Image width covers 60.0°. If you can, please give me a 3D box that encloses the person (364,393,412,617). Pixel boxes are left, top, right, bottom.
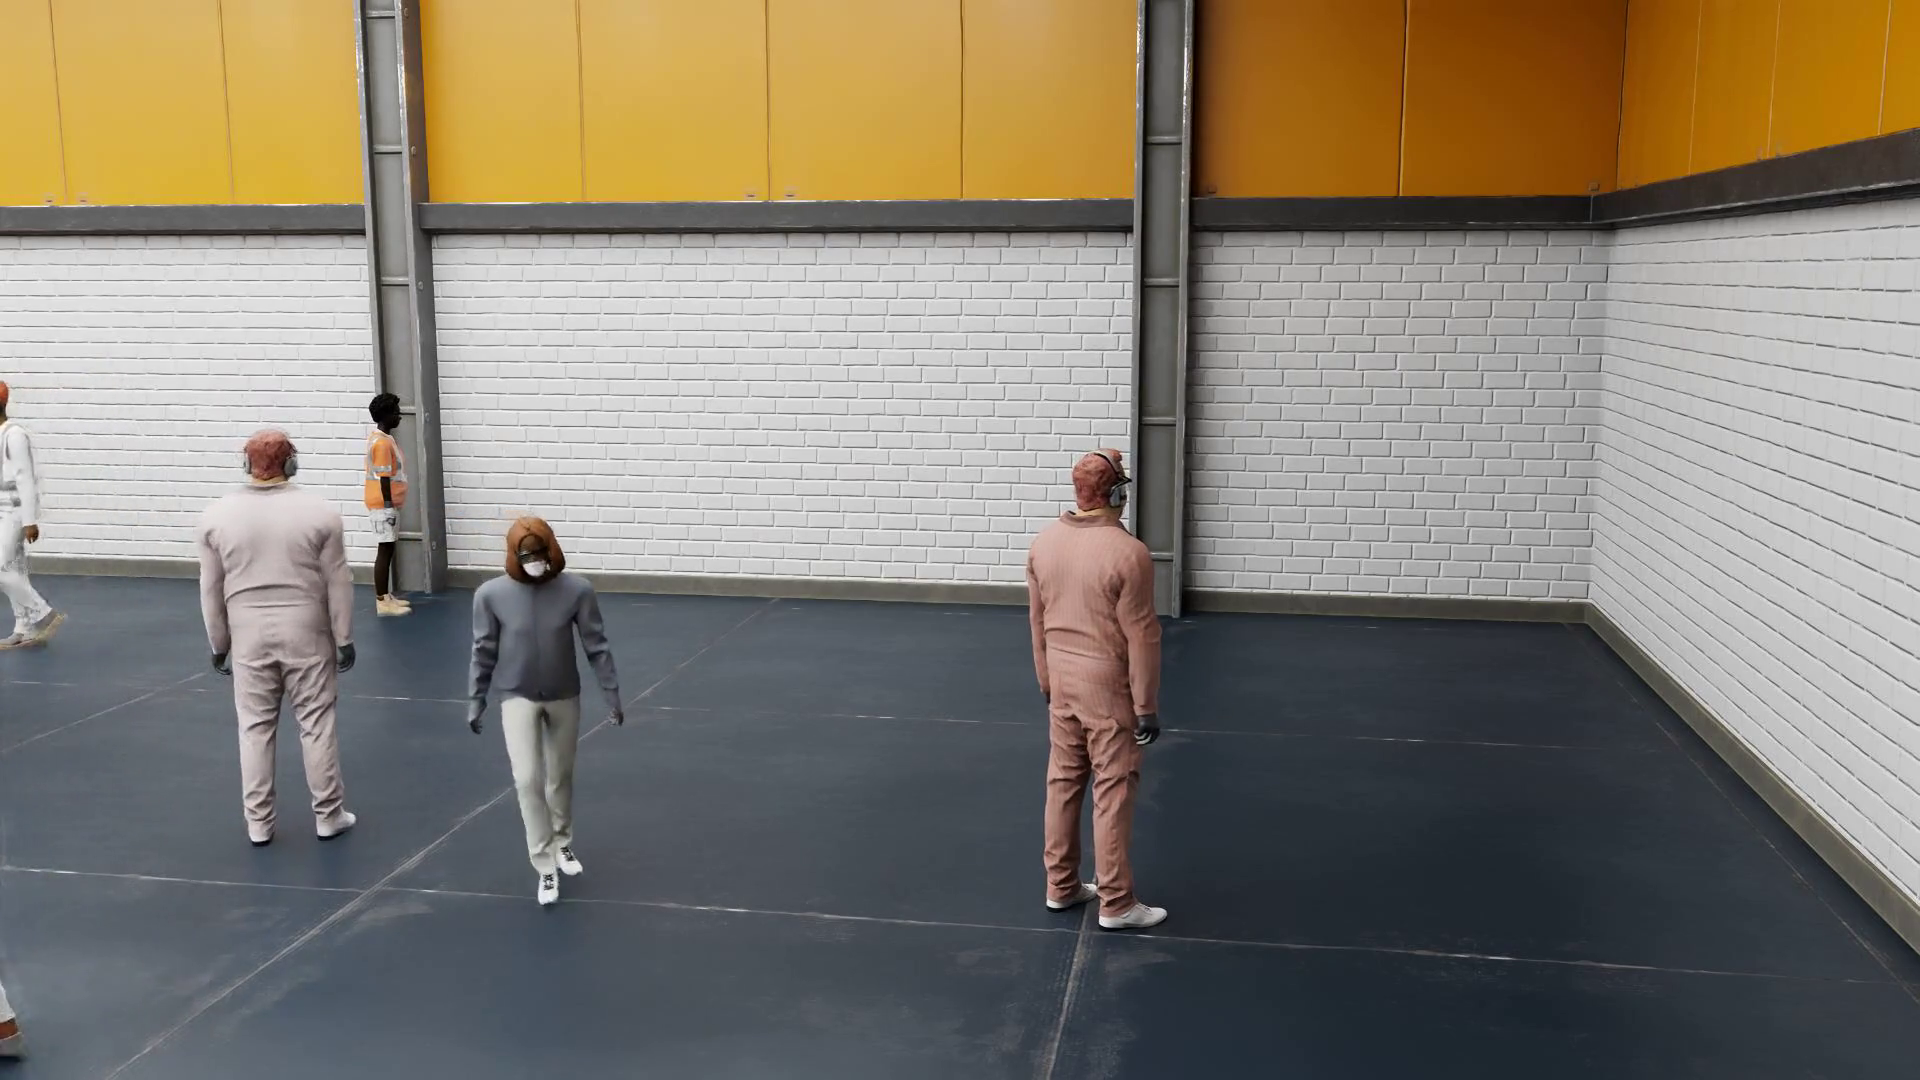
[{"bbox_3d":[-4.336,-0.268,12.589,0.321,1.690,0.529,-3,10,-15],"label":"person"}]

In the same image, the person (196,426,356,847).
[{"bbox_3d":[-3.078,0.436,7.573,0.651,1.906,0.403,-2,9,-11],"label":"person"}]

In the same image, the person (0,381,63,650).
[{"bbox_3d":[-6.516,-0.160,11.360,0.421,1.867,0.614,-9,13,-43],"label":"person"}]

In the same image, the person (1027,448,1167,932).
[{"bbox_3d":[0.564,0.589,6.613,0.409,1.913,0.645,-8,12,-41],"label":"person"}]

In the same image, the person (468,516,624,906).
[{"bbox_3d":[-1.720,0.690,6.922,0.615,1.592,0.719,-4,10,-22],"label":"person"}]

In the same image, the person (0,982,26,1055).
[{"bbox_3d":[-3.556,0.812,5.322,1.009,1.893,0.647,0,9,1],"label":"person"}]
